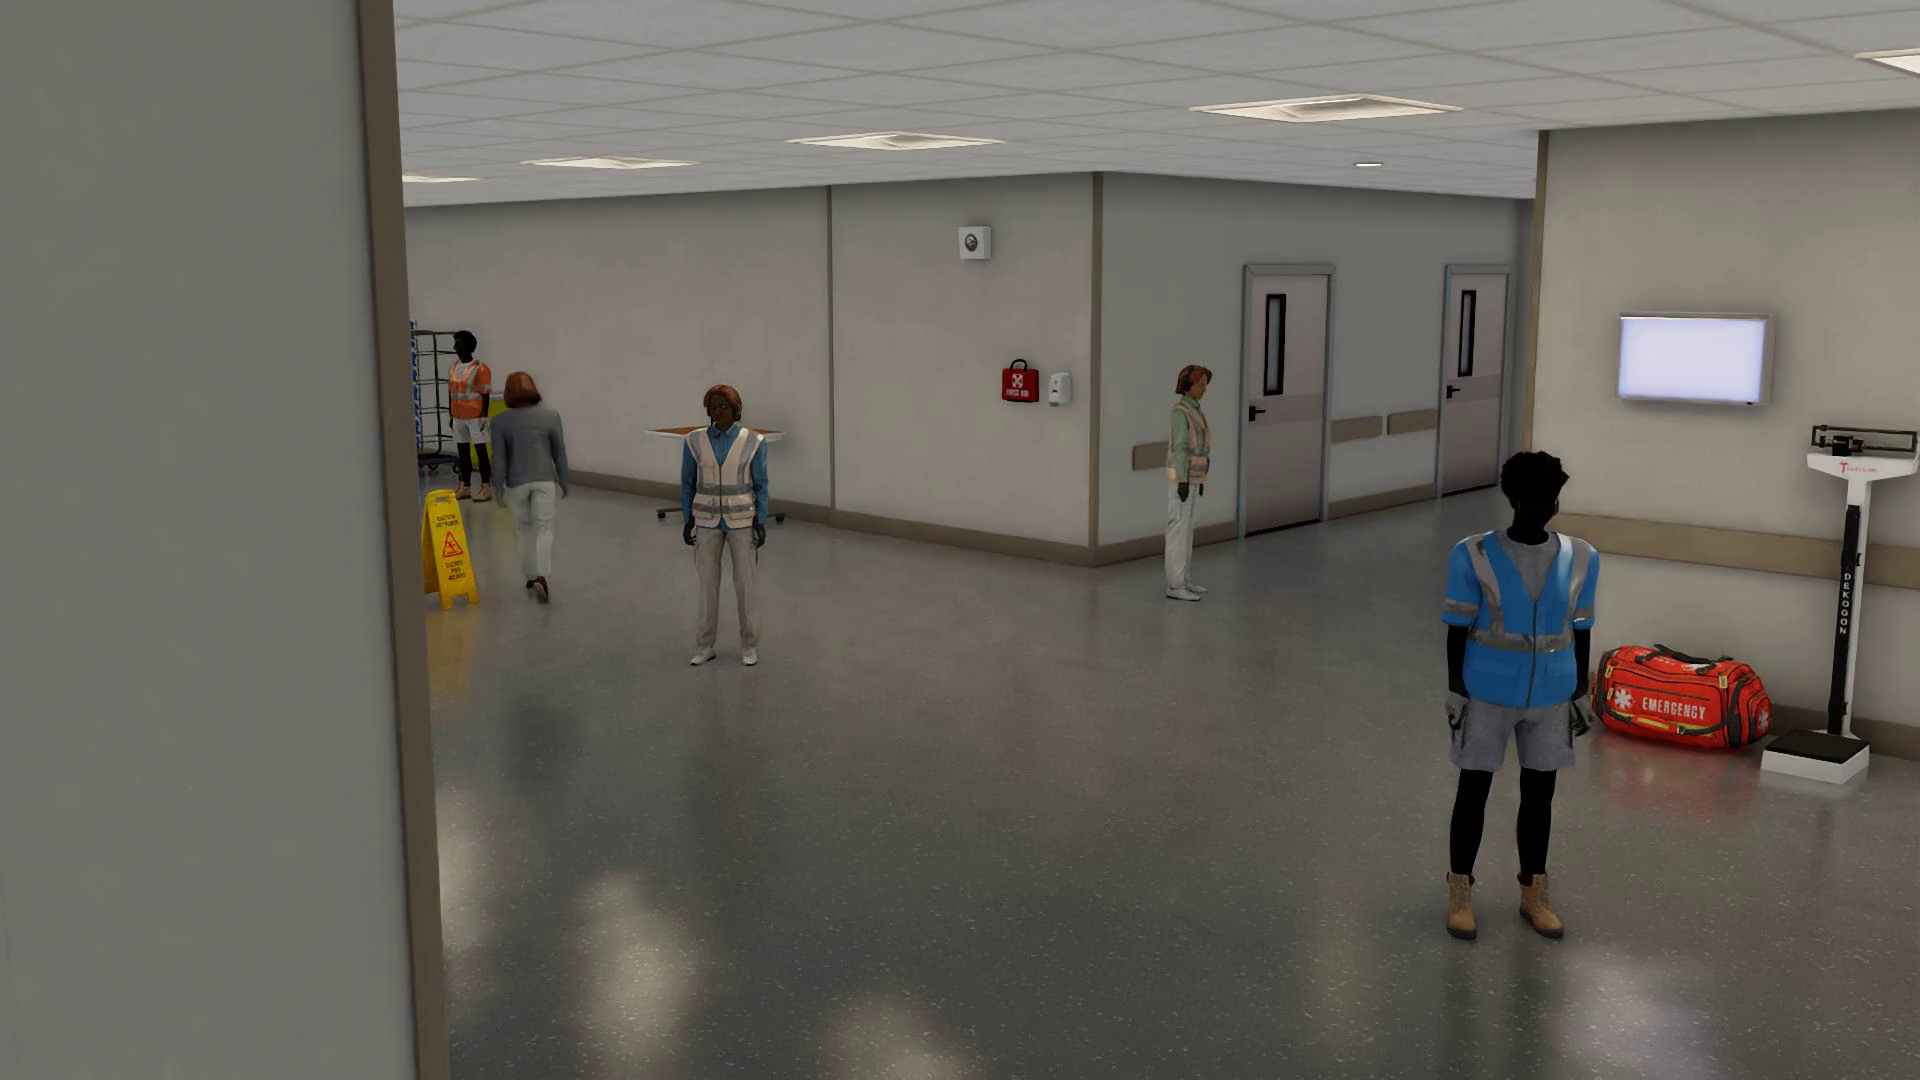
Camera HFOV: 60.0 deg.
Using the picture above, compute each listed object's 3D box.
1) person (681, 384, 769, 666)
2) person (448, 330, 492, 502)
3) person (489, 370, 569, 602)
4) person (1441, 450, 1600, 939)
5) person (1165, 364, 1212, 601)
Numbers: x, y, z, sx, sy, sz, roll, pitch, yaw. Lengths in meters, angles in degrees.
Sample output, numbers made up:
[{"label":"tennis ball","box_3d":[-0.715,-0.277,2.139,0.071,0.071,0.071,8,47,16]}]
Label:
[{"label":"person","box_3d":[-1.362,-0.085,9.658,0.514,1.641,0.308,0,9,3]},{"label":"person","box_3d":[-4.858,-1.221,16.450,0.536,1.696,0.318,5,10,27]},{"label":"person","box_3d":[-3.001,-0.379,11.599,0.517,1.604,0.820,-2,9,-12]},{"label":"person","box_3d":[1.914,0.532,5.717,0.532,1.693,0.319,0,9,0]},{"label":"person","box_3d":[1.590,-0.405,11.628,0.312,1.638,0.512,3,10,20]}]
